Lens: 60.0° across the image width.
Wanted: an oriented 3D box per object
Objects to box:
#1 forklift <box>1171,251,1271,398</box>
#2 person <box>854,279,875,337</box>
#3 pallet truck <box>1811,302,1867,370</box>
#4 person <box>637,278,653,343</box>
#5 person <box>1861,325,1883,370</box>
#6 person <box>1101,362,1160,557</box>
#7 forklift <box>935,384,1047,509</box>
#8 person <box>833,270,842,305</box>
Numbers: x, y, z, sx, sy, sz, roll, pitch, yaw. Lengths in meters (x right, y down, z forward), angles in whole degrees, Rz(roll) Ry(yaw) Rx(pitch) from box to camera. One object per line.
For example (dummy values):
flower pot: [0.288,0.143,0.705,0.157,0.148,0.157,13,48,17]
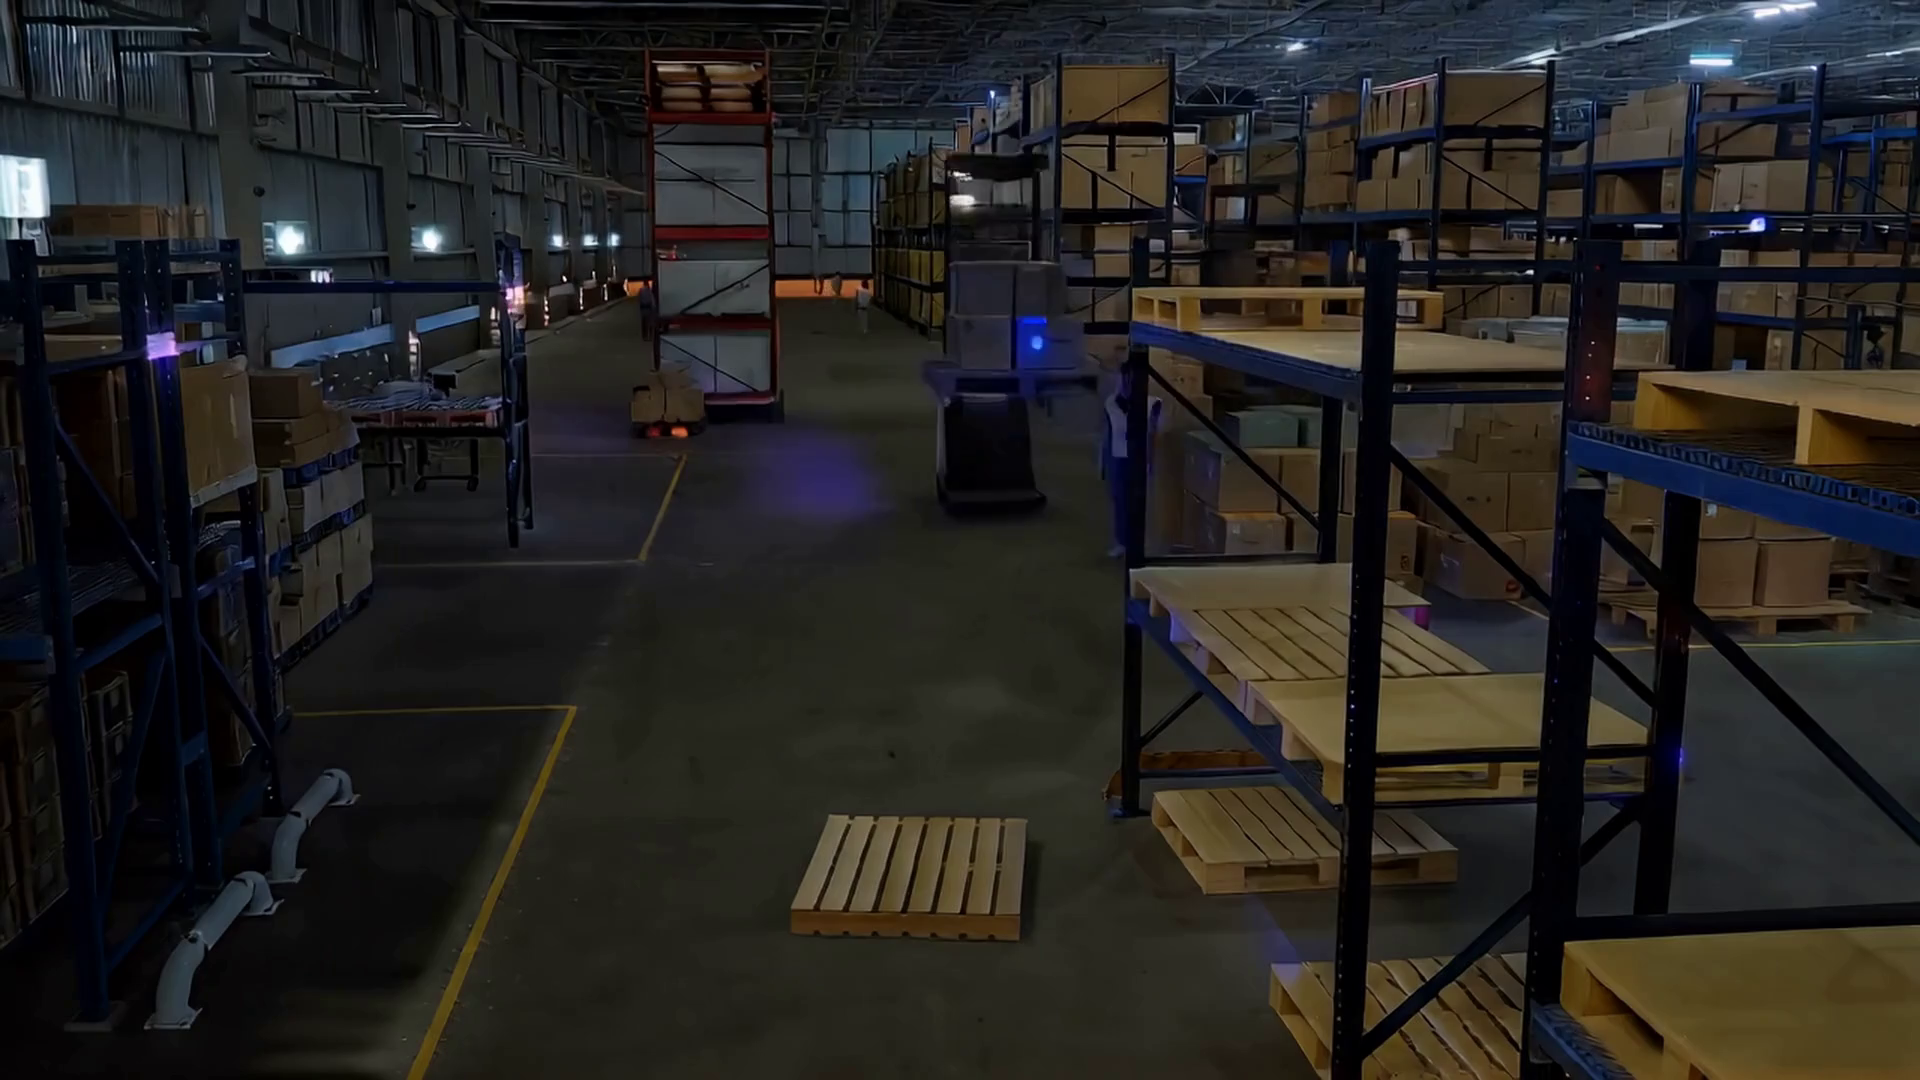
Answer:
forklift: [5.078,-4.259,32.533,1.129,2.768,1.873,-6,12,-31]
person: [-2.929,-7.240,51.989,0.661,1.815,0.736,-5,12,-27]
pallet truck: [15.846,-3.142,28.793,1.885,1.965,0.823,2,10,12]
person: [-9.295,-6.818,49.431,0.620,1.896,0.519,-4,11,-19]
person: [14.514,-2.576,26.482,0.320,1.697,0.537,3,11,17]
person: [1.605,-0.746,15.813,0.622,1.889,0.526,8,13,36]
forklift: [0.316,-1.874,19.316,1.129,2.768,1.873,-1,10,-6]
person: [-5.728,-11.746,77.481,0.440,1.623,0.530,-9,14,-41]
